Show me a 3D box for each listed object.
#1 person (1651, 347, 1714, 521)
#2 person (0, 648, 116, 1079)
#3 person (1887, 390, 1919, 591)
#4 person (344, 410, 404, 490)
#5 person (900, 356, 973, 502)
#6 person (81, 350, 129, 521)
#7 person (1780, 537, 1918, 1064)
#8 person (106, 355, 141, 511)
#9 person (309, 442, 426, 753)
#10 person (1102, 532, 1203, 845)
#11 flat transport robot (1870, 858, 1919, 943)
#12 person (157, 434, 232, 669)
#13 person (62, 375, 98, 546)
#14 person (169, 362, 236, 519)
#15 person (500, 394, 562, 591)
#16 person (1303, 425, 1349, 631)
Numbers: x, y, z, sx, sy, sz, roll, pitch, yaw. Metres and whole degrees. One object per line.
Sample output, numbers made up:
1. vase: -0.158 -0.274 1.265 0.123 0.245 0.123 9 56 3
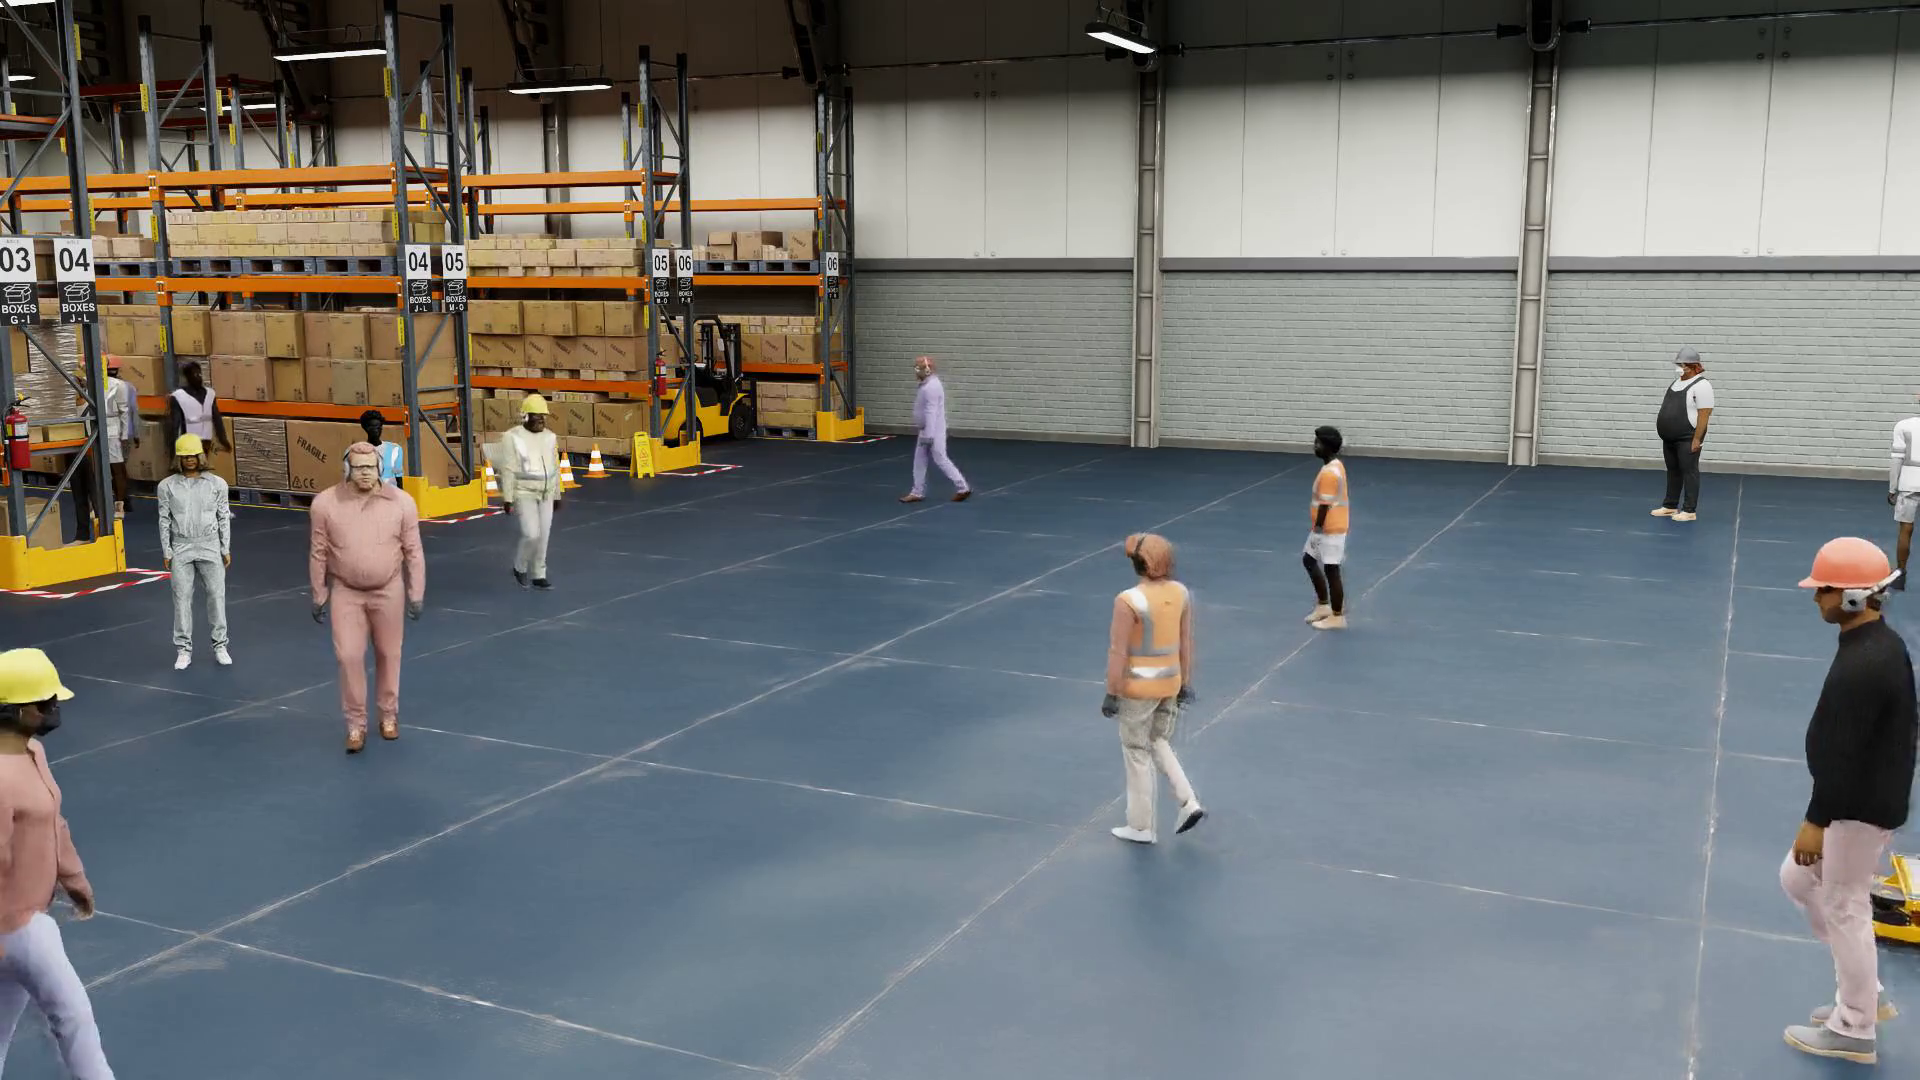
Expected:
1. person: 8.476 -1.249 19.570 0.538 2.000 0.682 -2 9 -11
2. person: -2.932 1.203 5.447 0.825 1.729 0.552 -3 10 -19
3. person: 8.812 -0.489 15.225 0.553 1.935 0.364 5 10 28
4. person: -5.243 -0.323 14.948 0.535 1.697 0.318 -7 12 -37
5. person: -0.293 -1.392 20.995 0.877 1.871 0.645 -2 10 -13
6. person: -10.055 -1.230 19.475 0.605 2.036 0.393 -1 9 -9
7. person: 3.284 0.969 6.174 0.438 1.972 0.648 5 11 30
8. person: -10.430 -1.312 20.408 0.923 1.900 0.549 7 11 35
9. person: -3.629 0.352 10.221 0.680 1.883 0.726 -4 10 -21
10. person: 0.970 0.767 8.472 0.529 1.625 0.383 -8 13 -42
11. flat transport robot: 4.755 1.638 7.283 1.431 0.197 0.652 4 10 23
12. person: -5.657 0.081 12.329 0.487 1.744 0.294 -5 10 -26
13. person: -9.184 -0.800 17.414 0.514 1.845 0.337 3 10 17
14. person: -8.993 -1.165 19.617 1.041 1.869 0.596 4 10 21
15. person: -3.886 -0.425 15.194 0.422 1.816 0.624 7 12 38
16. person: 2.945 -0.093 13.548 0.457 1.679 0.557 3 10 16
